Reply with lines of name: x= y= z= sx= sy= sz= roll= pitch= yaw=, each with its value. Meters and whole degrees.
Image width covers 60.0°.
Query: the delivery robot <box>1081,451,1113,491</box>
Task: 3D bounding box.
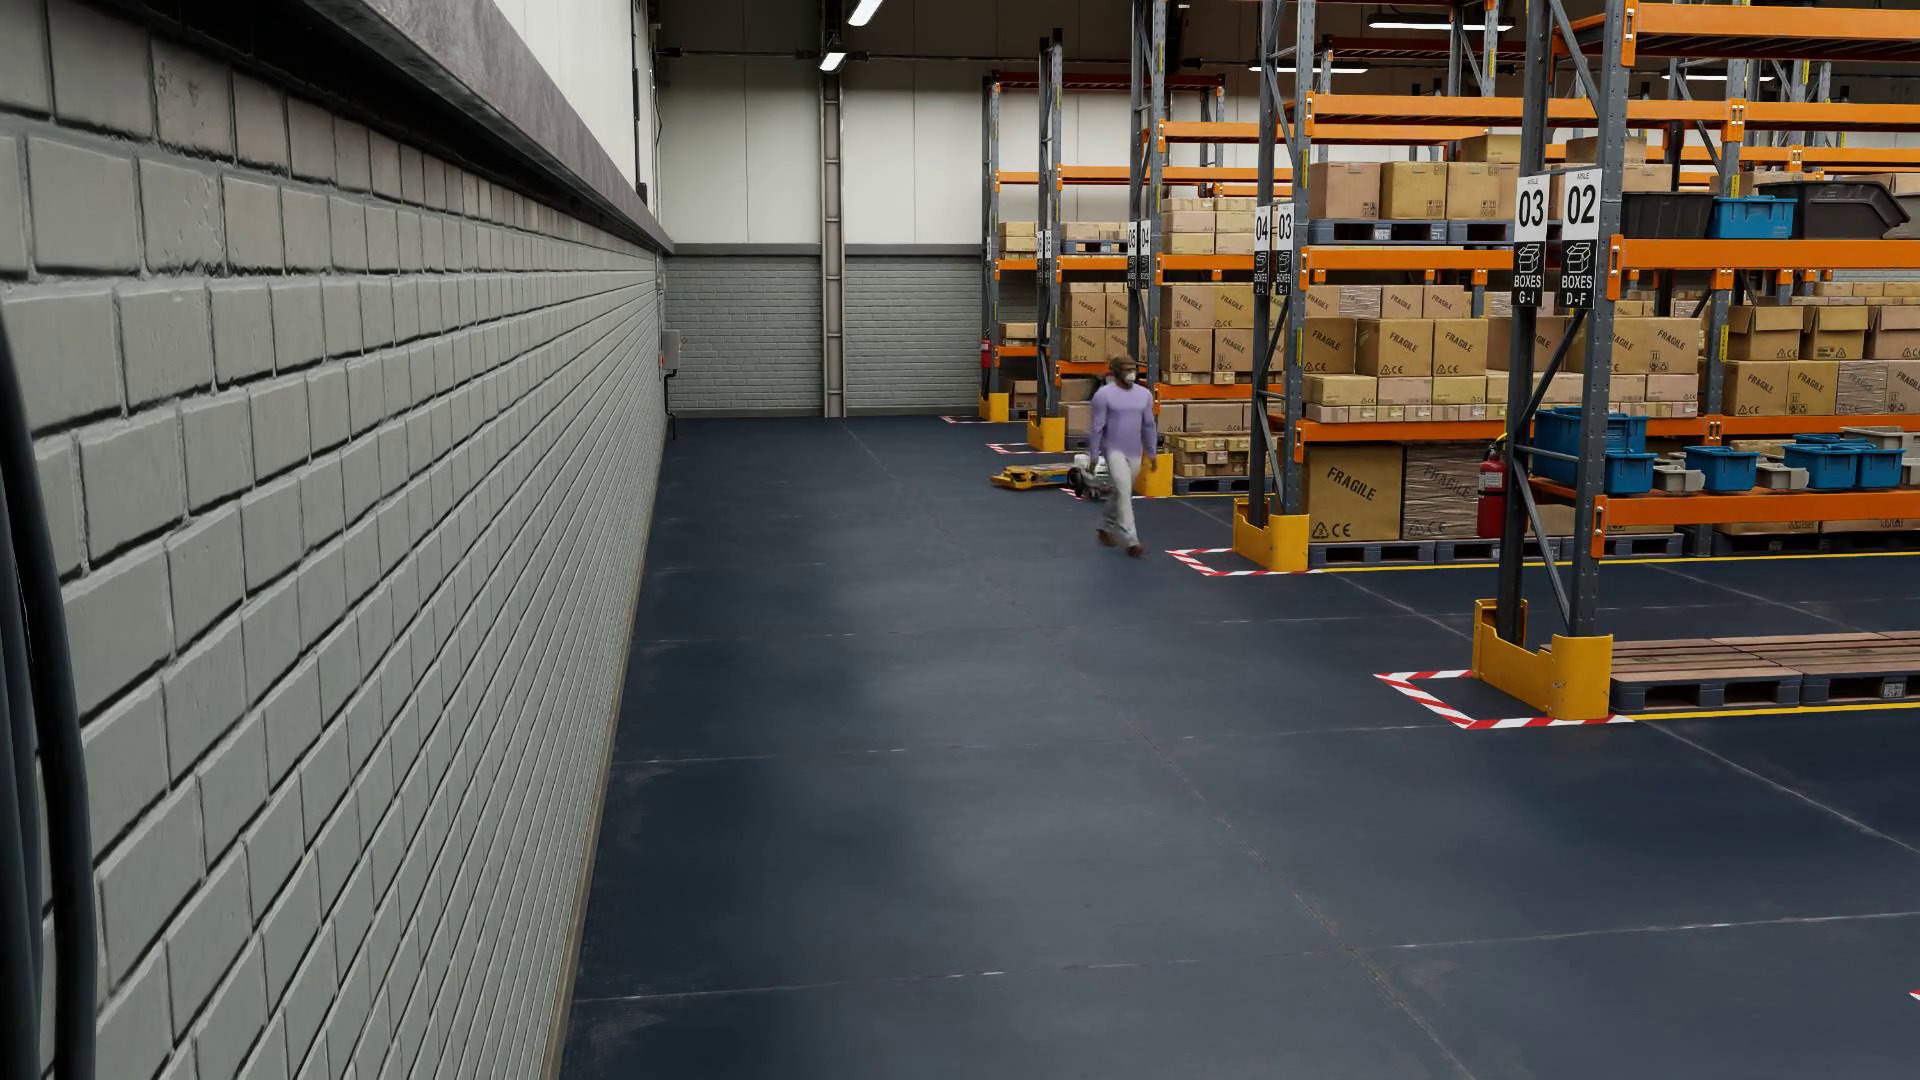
delivery robot: x=1.622 y=-0.794 z=19.327 sx=0.477 sy=0.478 sz=0.707 roll=-1 pitch=9 yaw=-5

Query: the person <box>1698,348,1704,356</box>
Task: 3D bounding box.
person: x=8.035 y=-1.197 z=18.211 sx=0.582 sy=1.829 sz=0.631 roll=0 pitch=9 yaw=1

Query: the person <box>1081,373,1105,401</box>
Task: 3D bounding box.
person: x=2.383 y=-2.870 z=28.390 sx=1.018 sy=1.877 sz=0.584 roll=-2 pitch=9 yaw=-12

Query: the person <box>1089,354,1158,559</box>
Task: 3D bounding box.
person: x=1.521 y=-0.815 z=15.673 sx=0.644 sy=1.890 sz=1.050 roll=-5 pitch=10 yaw=-26

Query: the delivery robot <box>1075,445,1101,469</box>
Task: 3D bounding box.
delivery robot: x=1.708 y=-0.906 z=20.016 sx=0.477 sy=0.478 sz=0.707 roll=-7 pitch=12 yaw=-37

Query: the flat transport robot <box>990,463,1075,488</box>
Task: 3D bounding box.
flat transport robot: x=1.153 y=-0.808 z=20.576 sx=1.431 sy=0.197 sz=0.652 roll=-5 pitch=10 yaw=-27
